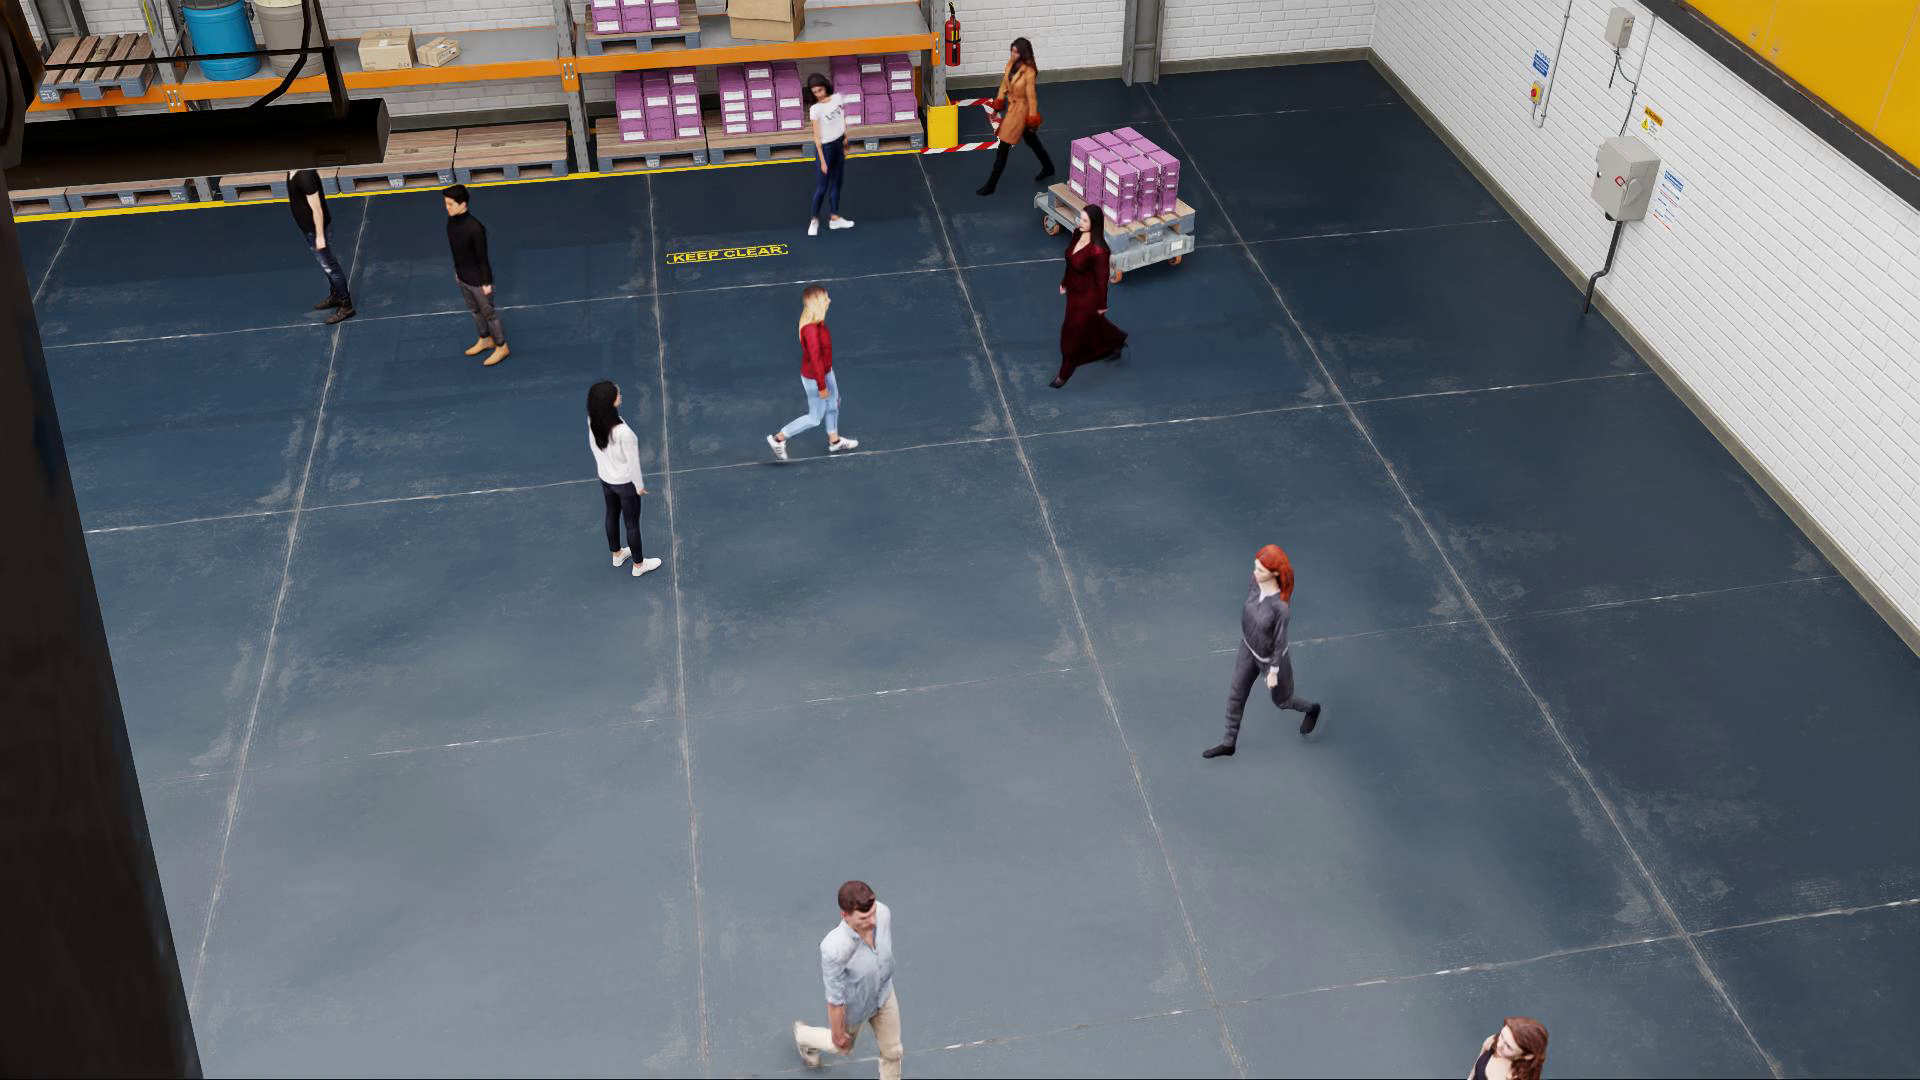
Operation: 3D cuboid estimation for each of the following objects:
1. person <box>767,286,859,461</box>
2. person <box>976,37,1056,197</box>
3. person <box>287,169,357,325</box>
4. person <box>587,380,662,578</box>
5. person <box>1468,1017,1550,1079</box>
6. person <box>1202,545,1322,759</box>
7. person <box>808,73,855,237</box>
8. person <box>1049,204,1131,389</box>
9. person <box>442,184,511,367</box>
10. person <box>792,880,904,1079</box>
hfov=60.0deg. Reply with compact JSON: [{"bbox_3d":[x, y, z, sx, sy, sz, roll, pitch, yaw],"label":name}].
[{"bbox_3d":[-1.250,-1.343,13.702,1.011,1.611,0.676,-2,39,-3],"label":"person"},{"bbox_3d":[0.706,-4.473,17.582,1.294,1.660,0.915,-17,42,-20],"label":"person"},{"bbox_3d":[-5.982,-2.932,15.466,0.697,1.893,0.742,-20,43,-23],"label":"person"},{"bbox_3d":[-2.584,-0.476,12.546,0.695,1.700,0.744,26,46,29],"label":"person"},{"bbox_3d":[2.711,2.898,8.288,0.717,1.741,0.614,-8,39,-10],"label":"person"},{"bbox_3d":[2.082,0.746,10.977,1.164,1.748,0.804,-16,41,-19],"label":"person"},{"bbox_3d":[-1.297,-3.943,16.843,0.863,1.755,0.796,14,41,17],"label":"person"},{"bbox_3d":[1.187,-2.174,14.659,1.138,1.717,0.778,-12,40,-15],"label":"person"},{"bbox_3d":[-4.368,-2.403,14.943,0.723,1.720,0.746,31,48,33],"label":"person"},{"bbox_3d":[-0.595,2.398,8.854,1.168,1.817,1.172,30,47,32],"label":"person"}]
